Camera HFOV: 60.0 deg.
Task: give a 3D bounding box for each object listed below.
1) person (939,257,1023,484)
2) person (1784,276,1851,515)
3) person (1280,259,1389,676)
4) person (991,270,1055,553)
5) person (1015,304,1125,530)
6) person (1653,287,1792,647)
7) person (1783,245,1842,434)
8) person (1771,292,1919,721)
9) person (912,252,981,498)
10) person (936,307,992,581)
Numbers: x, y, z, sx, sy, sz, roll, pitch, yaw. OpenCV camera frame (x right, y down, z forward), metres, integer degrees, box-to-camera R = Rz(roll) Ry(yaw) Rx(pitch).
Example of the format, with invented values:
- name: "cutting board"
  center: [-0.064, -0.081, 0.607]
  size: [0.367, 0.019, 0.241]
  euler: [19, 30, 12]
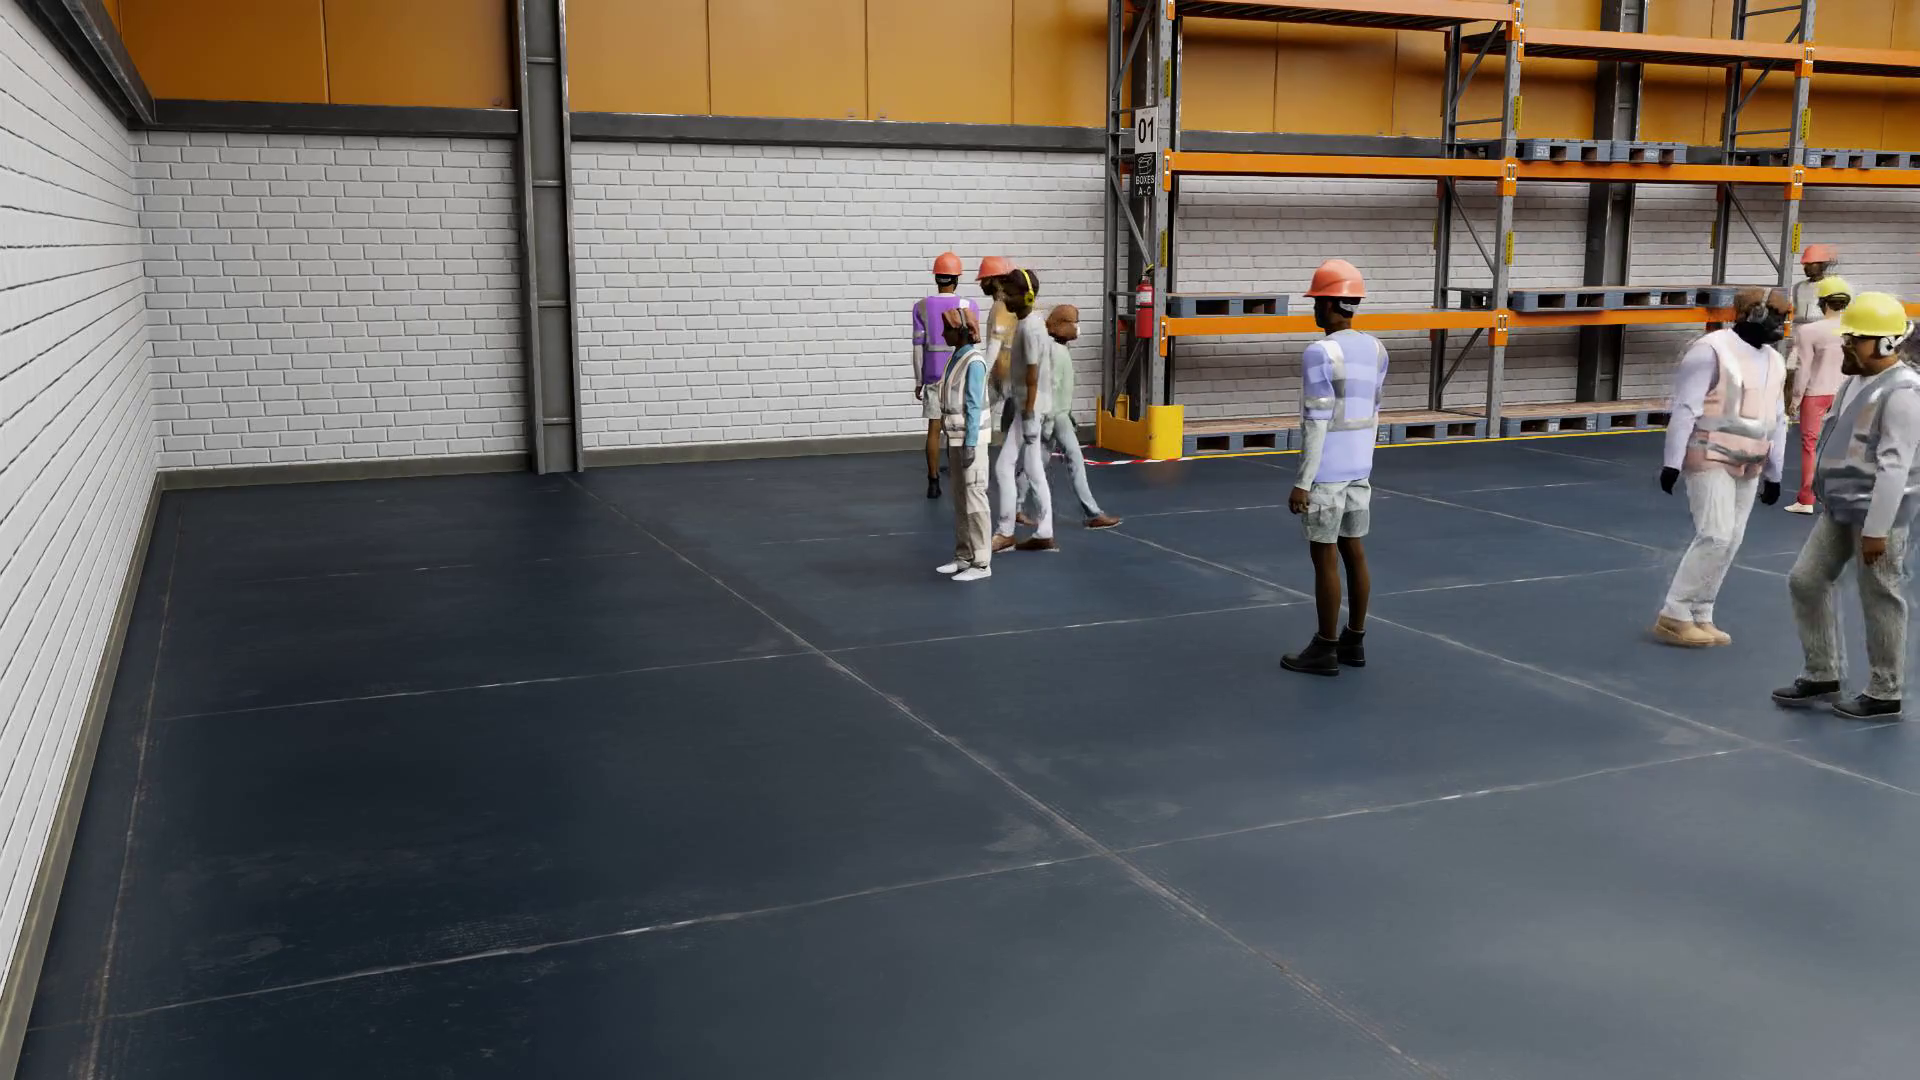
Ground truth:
- name: "person"
  center: [0.249, -1.393, 13.849]
  size: [0.949, 1.888, 0.566]
  euler: [-1, 10, -8]
- name: "person"
  center: [6.413, -1.060, 12.330]
  size: [0.522, 1.769, 0.311]
  euler: [-1, 10, -4]
- name: "person"
  center: [1.738, -0.332, 7.791]
  size: [0.543, 1.939, 0.360]
  euler: [-9, 14, -41]
- name: "person"
  center: [0.388, -0.826, 10.820]
  size: [0.531, 1.844, 0.608]
  euler: [2, 10, 9]
- name: "person"
  center: [0.706, -0.861, 11.720]
  size: [0.876, 1.584, 0.522]
  euler: [1, 10, 4]
- name: "person"
  center: [3.842, -0.357, 8.331]
  size: [0.685, 1.807, 0.432]
  euler: [-6, 12, -29]
- name: "person"
  center: [9.007, -2.097, 17.487]
  size: [1.036, 2.002, 0.611]
  euler: [-6, 12, -29]
- name: "person"
  center: [3.738, -0.127, 6.989]
  size: [0.626, 1.808, 0.618]
  euler: [1, 10, 7]
- name: "person"
  center: [-0.100, -1.288, 13.119]
  size: [0.542, 1.939, 0.369]
  euler: [2, 10, 11]
- name: "person"
  center: [0.030, -0.574, 9.996]
  size: [0.313, 1.634, 0.511]
  euler: [-3, 11, -19]
